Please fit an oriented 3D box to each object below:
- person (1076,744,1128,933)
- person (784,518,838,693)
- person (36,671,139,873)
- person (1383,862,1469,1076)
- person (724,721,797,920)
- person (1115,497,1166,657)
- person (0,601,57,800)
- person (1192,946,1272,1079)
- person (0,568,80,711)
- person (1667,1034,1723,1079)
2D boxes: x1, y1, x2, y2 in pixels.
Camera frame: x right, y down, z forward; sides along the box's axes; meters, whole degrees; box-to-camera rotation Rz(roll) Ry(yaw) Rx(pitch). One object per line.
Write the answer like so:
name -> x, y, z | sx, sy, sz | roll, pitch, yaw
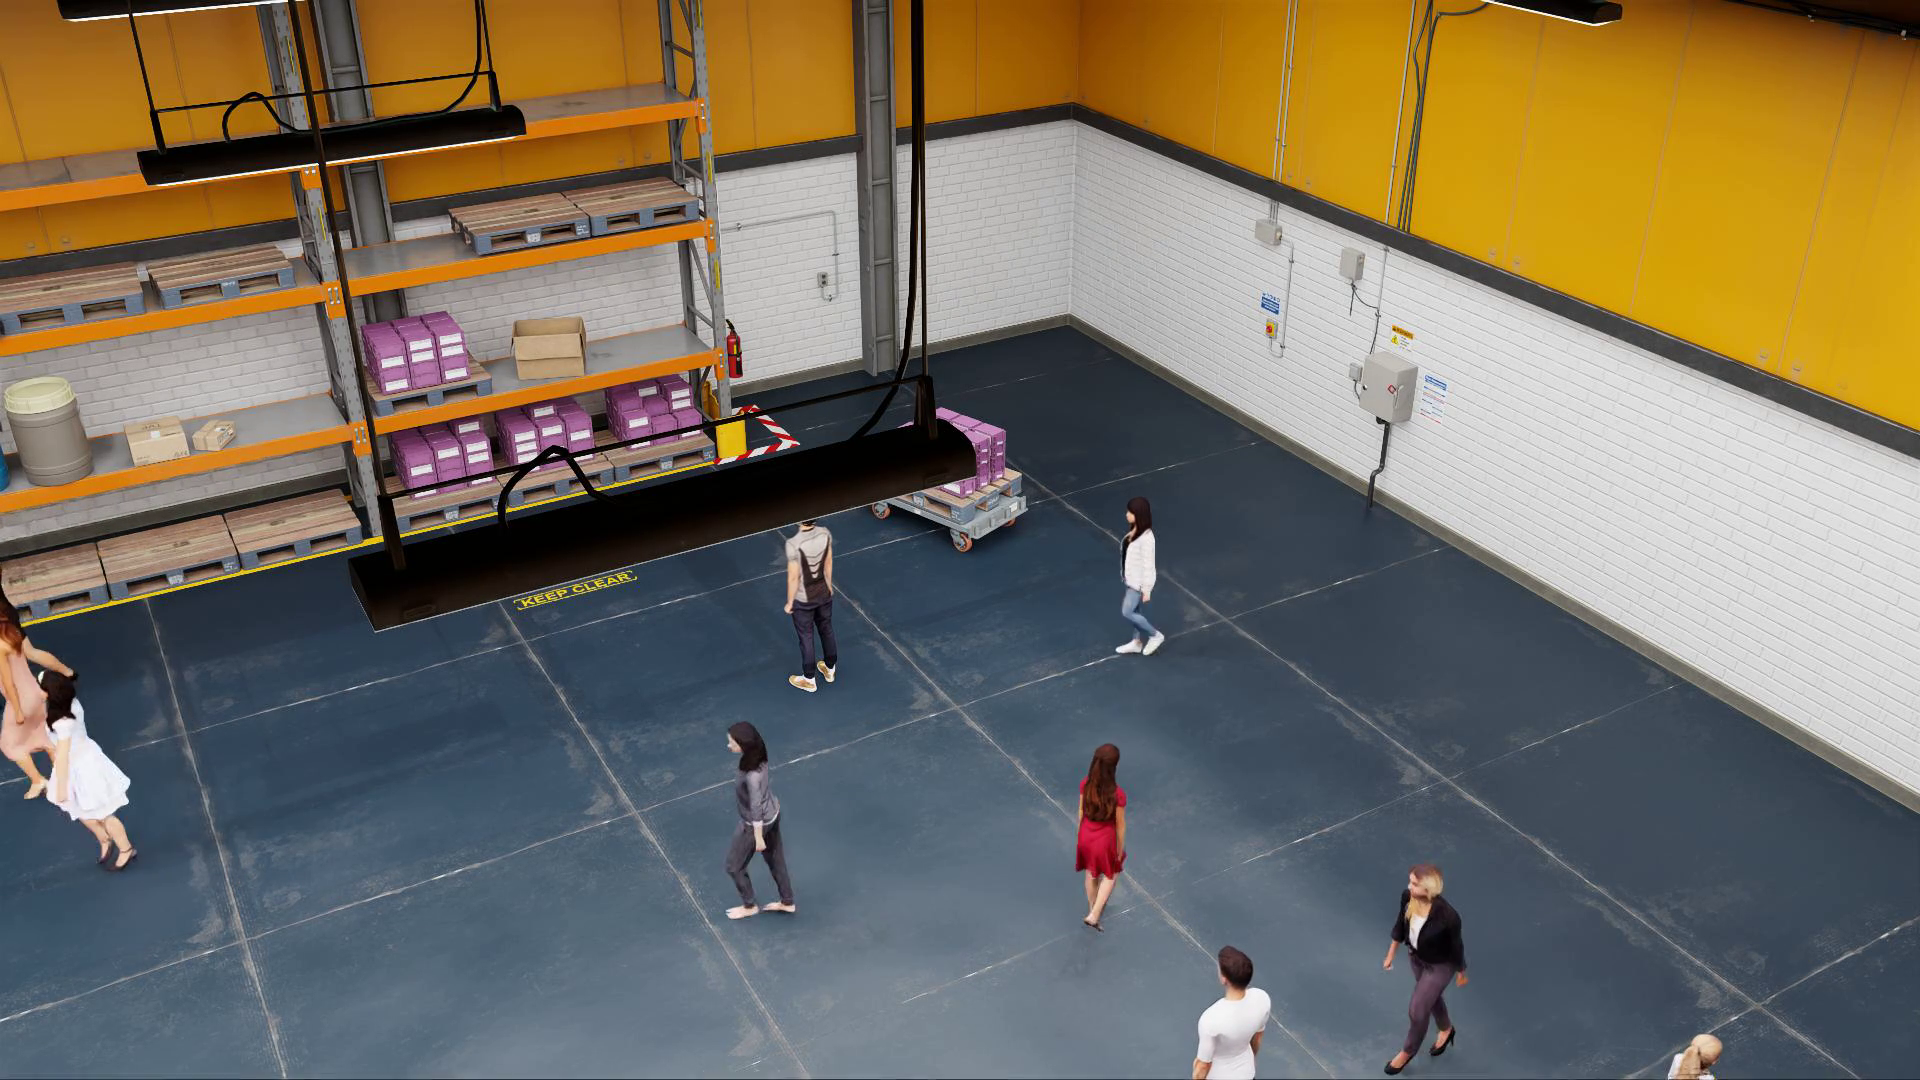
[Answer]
person -> 0.974, 2.175, 11.895 | 0.765, 1.541, 0.865 | 13, 31, 22
person -> -1.312, 0.462, 14.664 | 0.559, 1.897, 0.743 | -22, 36, -35
person -> -6.435, 1.739, 12.429 | 0.809, 1.796, 0.666 | -14, 32, -25
person -> 3.114, 2.749, 10.752 | 0.795, 1.628, 0.599 | -20, 34, -31
person -> -1.352, 2.034, 11.947 | 0.896, 1.738, 0.830 | 5, 29, 9
person -> 1.700, 0.337, 15.177 | 0.774, 1.626, 0.732 | -5, 29, -9
person -> -7.361, 1.279, 13.248 | 0.738, 1.818, 0.719 | -4, 29, -8
person -> 1.573, 3.141, 9.796 | 0.505, 1.855, 0.726 | -17, 33, -28
person -> -8.210, 0.669, 14.416 | 1.209, 1.772, 0.854 | -25, 37, -37
person -> 4.243, 3.439, 9.864 | 0.883, 1.266, 0.506 | -17, 33, -29
